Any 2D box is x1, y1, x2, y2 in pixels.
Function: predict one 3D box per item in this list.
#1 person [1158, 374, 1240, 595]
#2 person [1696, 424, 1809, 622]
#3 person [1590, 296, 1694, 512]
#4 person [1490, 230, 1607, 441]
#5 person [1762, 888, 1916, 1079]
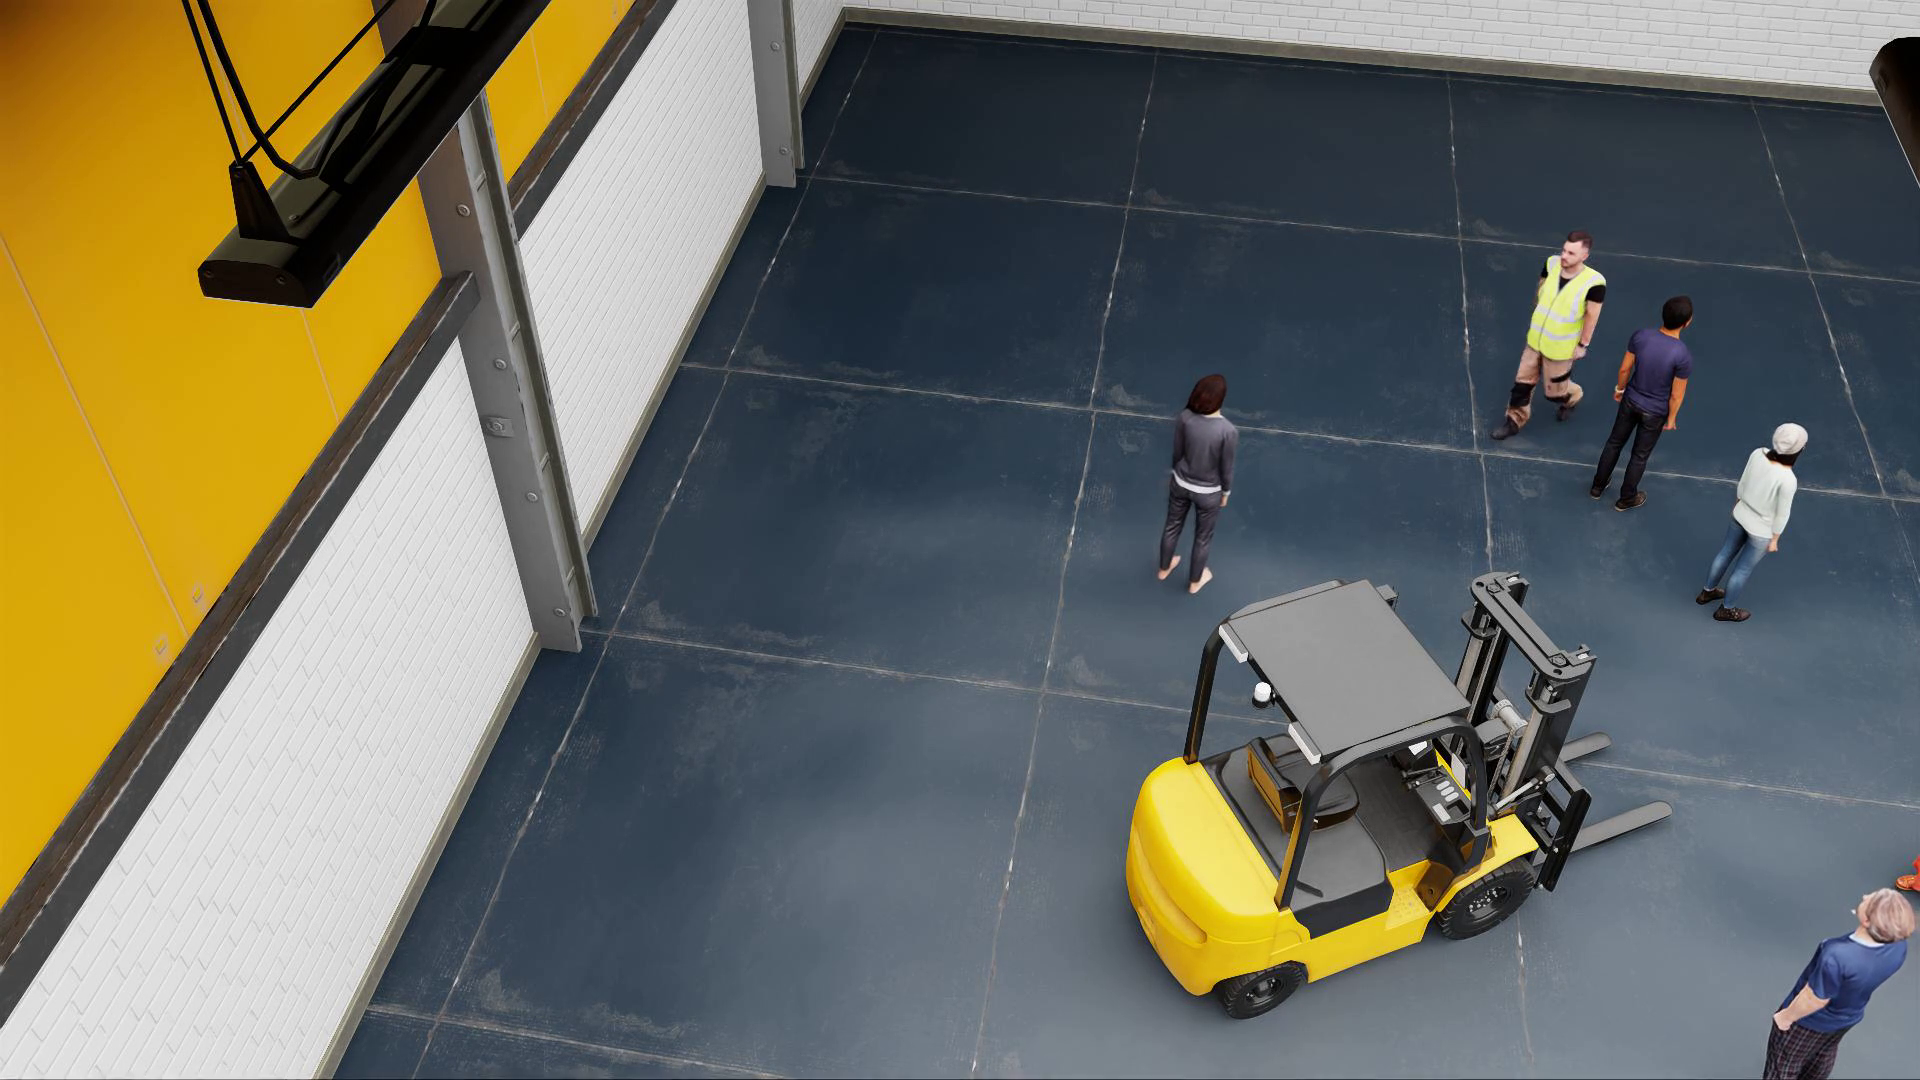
[{"bbox_3d":[1.597,-0.370,11.238,0.663,1.765,0.635,21,48,21],"label":"person"},{"bbox_3d":[5.298,-0.129,11.071,0.704,1.645,0.594,-13,45,-14],"label":"person"},{"bbox_3d":[4.875,-0.970,11.847,0.742,1.793,0.718,-32,52,-29],"label":"person"},{"bbox_3d":[4.480,-1.534,12.411,1.128,1.831,1.053,-28,50,-26],"label":"person"},{"bbox_3d":[4.325,2.339,8.317,0.740,1.871,0.725,-13,45,-14],"label":"person"}]
